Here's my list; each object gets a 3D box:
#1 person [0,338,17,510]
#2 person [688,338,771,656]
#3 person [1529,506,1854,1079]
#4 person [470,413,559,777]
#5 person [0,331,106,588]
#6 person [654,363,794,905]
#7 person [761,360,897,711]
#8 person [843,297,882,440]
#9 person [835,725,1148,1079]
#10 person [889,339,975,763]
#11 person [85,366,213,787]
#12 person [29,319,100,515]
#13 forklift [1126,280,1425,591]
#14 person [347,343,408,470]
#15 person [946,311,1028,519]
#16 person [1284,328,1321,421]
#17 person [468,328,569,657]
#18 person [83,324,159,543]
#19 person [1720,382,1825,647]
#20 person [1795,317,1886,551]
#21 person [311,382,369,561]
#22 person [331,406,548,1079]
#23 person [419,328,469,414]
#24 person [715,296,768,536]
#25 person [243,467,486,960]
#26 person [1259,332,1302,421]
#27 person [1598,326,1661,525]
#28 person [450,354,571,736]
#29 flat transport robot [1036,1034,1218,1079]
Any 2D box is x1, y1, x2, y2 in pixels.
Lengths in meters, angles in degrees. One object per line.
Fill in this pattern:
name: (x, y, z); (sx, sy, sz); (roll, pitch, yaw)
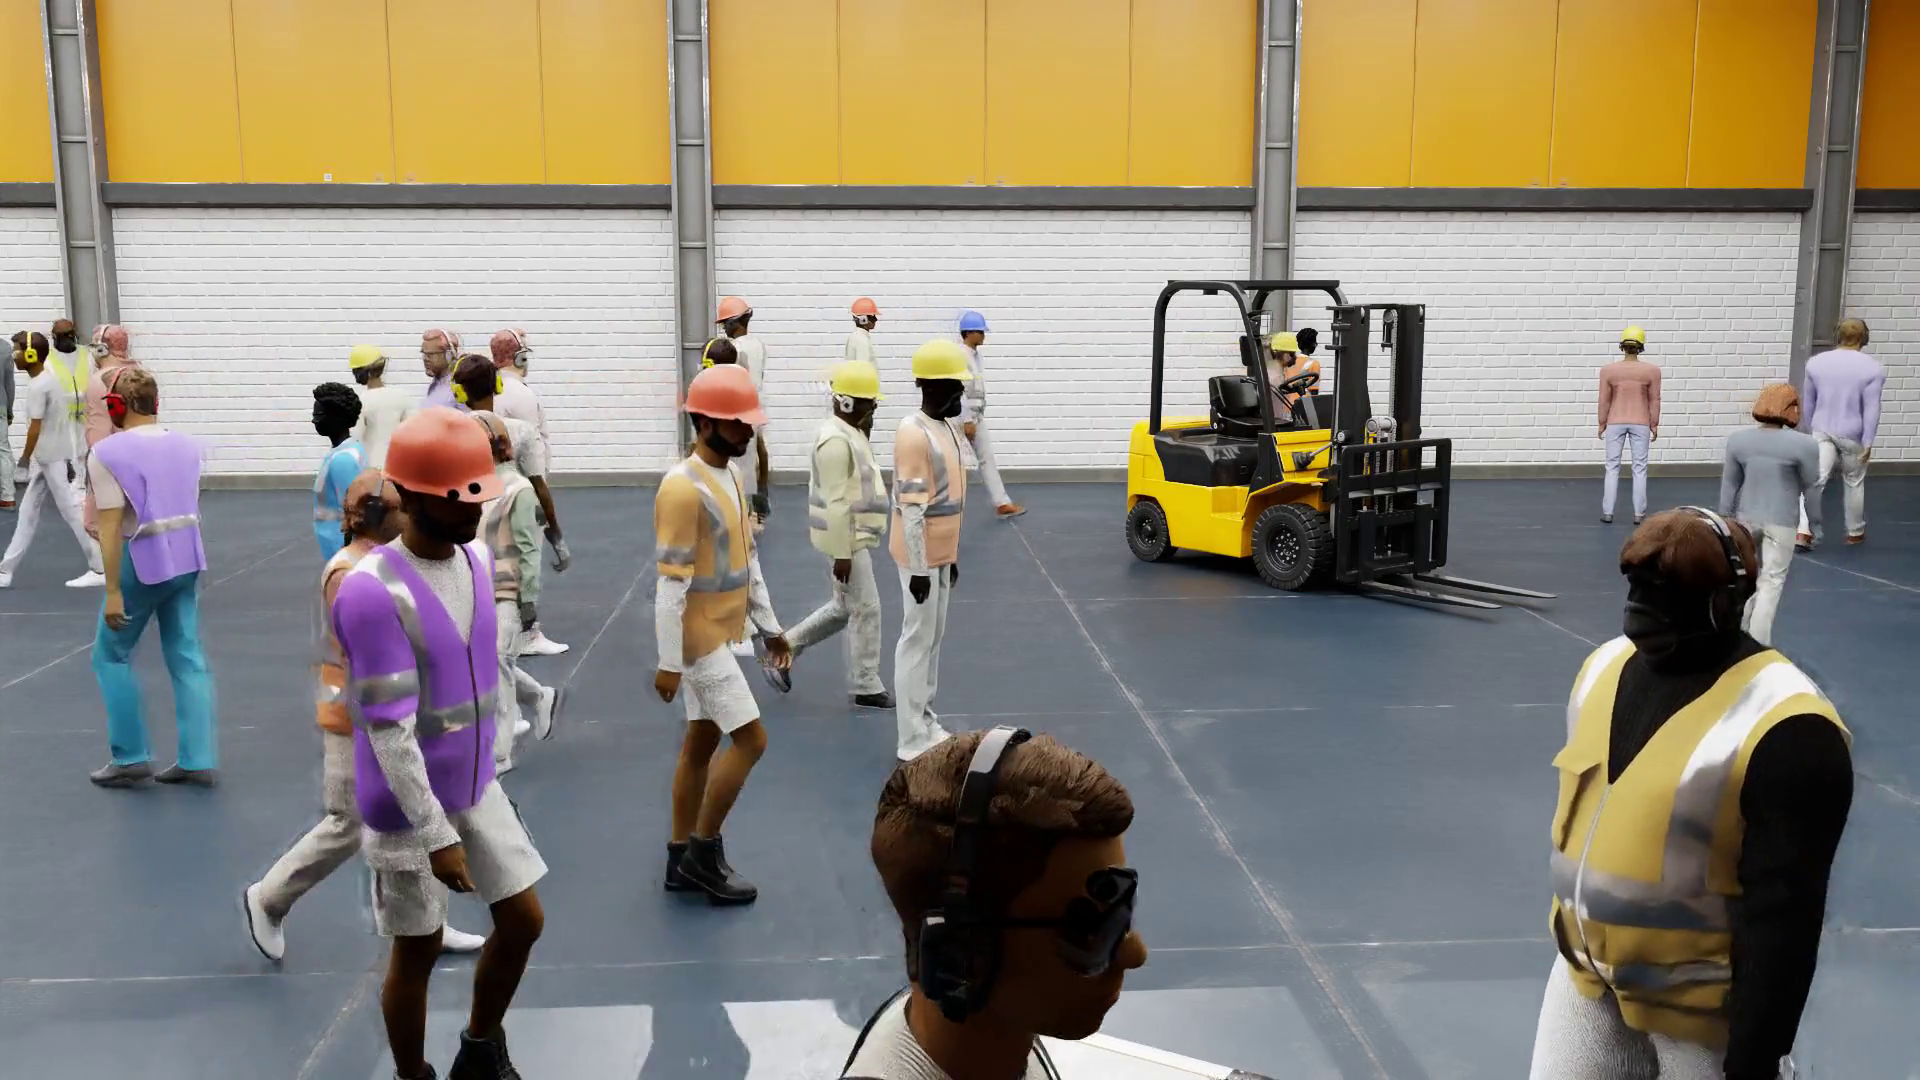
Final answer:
person: (-9.083, -1.208, 15.465); (0.370, 1.940, 0.630); (4, 10, 22)
person: (-1.346, -0.241, 9.664); (0.443, 1.846, 0.550); (6, 11, 34)
person: (1.320, 0.828, 3.135); (0.873, 1.804, 0.645); (-3, 10, -18)
person: (-2.011, 0.236, 7.407); (0.533, 1.618, 0.583); (6, 11, 34)
person: (-6.495, -0.544, 11.654); (0.957, 1.818, 0.554); (-4, 10, -22)
person: (-0.849, 0.337, 5.858); (0.518, 1.909, 0.536); (1, 9, 4)
person: (-0.643, -0.016, 8.450); (0.711, 1.797, 0.599); (0, 9, 3)
person: (-0.965, -1.406, 16.530); (0.389, 1.996, 0.612); (-2, 9, -13)
person: (0.114, 1.069, 1.558); (0.882, 1.808, 0.520); (3, 9, 16)
person: (-0.119, 0.055, 7.567); (0.385, 1.928, 0.589); (2, 9, 14)
person: (-3.541, 0.167, 7.175); (0.680, 1.819, 0.602); (3, 10, 20)
person: (-8.114, -1.113, 15.261); (0.779, 1.803, 0.653); (8, 12, 42)
forklift: (2.301, -0.860, 12.475); (1.214, 2.155, 2.313); (-6, 11, -35)
person: (-4.002, -0.501, 11.614); (0.529, 1.742, 0.539); (6, 11, 31)
person: (0.073, -1.117, 15.058); (1.045, 1.890, 0.635); (4, 10, 24)
person: (3.455, -1.300, 16.827); (0.322, 1.690, 0.532); (-4, 10, -24)
person: (-2.582, -0.276, 9.715); (0.408, 1.908, 0.642); (-9, 13, -44)
person: (-5.579, -0.489, 11.091); (0.462, 1.889, 0.671); (1, 9, 7)
person: (4.565, -0.079, 9.377); (0.370, 1.617, 0.505); (-7, 11, -37)
person: (7.085, -0.849, 13.403); (1.052, 1.893, 0.635); (-9, 13, -44)
person: (-3.008, 0.070, 8.192); (0.320, 1.695, 0.537); (-3, 10, -20)
person: (-1.266, 0.621, 4.074); (0.527, 1.906, 0.564); (4, 10, 23)
person: (-3.102, -0.365, 10.316); (0.527, 1.891, 0.670); (-6, 11, -34)
person: (-1.855, -1.026, 13.992); (0.374, 2.044, 0.606); (3, 10, 19)
person: (-1.936, 0.568, 5.319); (0.688, 1.610, 0.522); (1, 9, 3)
person: (2.606, -0.848, 13.787); (0.407, 1.750, 0.540); (3, 10, 19)
person: (5.944, -1.016, 14.798); (0.522, 1.769, 0.311); (4, 10, 23)
person: (-2.198, 0.030, 8.000); (0.614, 1.842, 0.536); (0, 9, 0)
flat transport robot: (0.441, 1.455, 3.960); (1.431, 0.197, 0.652); (6, 11, 31)
